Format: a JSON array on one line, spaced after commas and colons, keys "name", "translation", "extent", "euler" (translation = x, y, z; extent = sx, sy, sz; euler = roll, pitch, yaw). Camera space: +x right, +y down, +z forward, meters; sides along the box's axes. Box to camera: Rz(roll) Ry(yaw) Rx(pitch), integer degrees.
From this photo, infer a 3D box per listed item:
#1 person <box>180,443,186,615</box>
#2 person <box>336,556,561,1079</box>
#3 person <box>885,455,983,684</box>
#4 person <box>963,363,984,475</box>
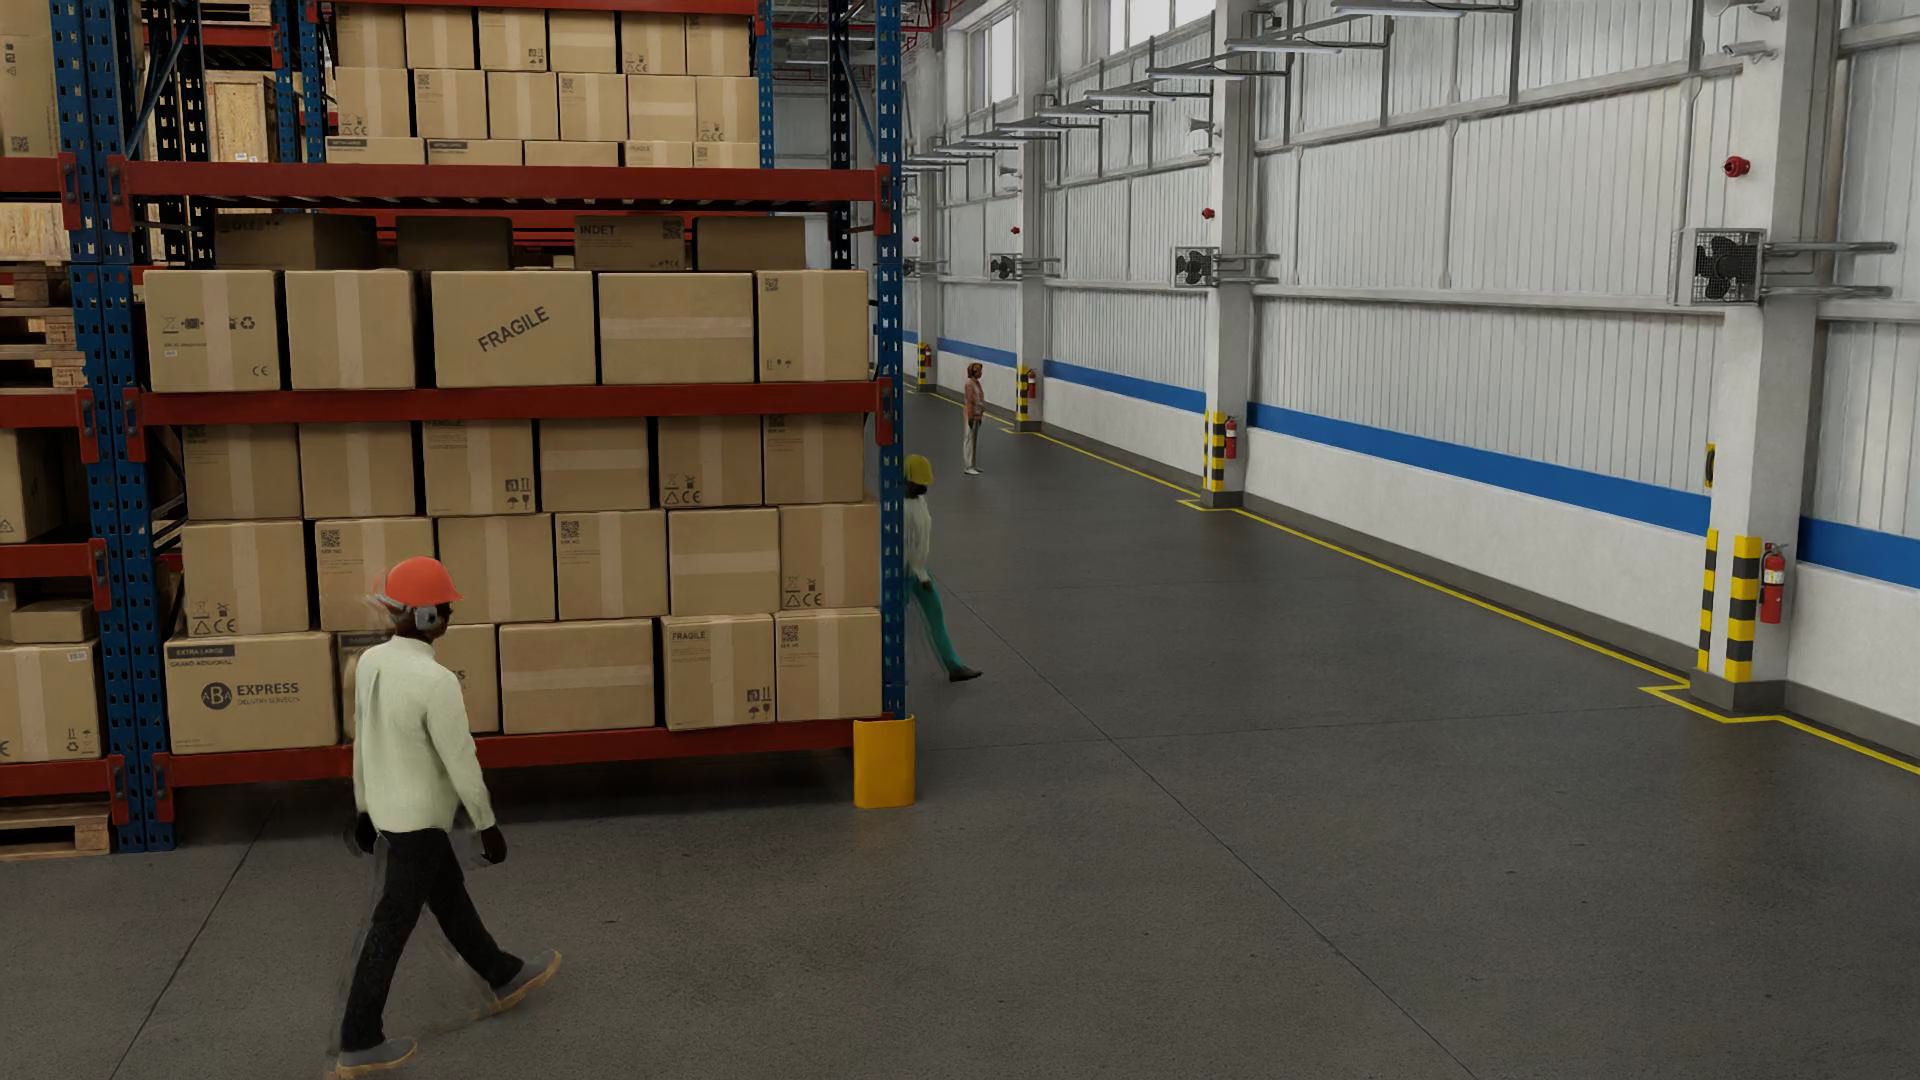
[{"name": "person", "translation": [-5.766, 0.035, 12.514], "extent": [0.820, 1.917, 0.617], "euler": [-3, 10, -17]}, {"name": "person", "translation": [-1.997, 1.023, 6.411], "extent": [1.040, 1.934, 0.637], "euler": [-9, 13, -43]}, {"name": "person", "translation": [-0.268, 0.236, 11.933], "extent": [0.863, 1.708, 0.548], "euler": [4, 10, 21]}, {"name": "person", "translation": [0.199, -1.790, 24.479], "extent": [0.315, 1.641, 0.515], "euler": [2, 10, 15]}]
